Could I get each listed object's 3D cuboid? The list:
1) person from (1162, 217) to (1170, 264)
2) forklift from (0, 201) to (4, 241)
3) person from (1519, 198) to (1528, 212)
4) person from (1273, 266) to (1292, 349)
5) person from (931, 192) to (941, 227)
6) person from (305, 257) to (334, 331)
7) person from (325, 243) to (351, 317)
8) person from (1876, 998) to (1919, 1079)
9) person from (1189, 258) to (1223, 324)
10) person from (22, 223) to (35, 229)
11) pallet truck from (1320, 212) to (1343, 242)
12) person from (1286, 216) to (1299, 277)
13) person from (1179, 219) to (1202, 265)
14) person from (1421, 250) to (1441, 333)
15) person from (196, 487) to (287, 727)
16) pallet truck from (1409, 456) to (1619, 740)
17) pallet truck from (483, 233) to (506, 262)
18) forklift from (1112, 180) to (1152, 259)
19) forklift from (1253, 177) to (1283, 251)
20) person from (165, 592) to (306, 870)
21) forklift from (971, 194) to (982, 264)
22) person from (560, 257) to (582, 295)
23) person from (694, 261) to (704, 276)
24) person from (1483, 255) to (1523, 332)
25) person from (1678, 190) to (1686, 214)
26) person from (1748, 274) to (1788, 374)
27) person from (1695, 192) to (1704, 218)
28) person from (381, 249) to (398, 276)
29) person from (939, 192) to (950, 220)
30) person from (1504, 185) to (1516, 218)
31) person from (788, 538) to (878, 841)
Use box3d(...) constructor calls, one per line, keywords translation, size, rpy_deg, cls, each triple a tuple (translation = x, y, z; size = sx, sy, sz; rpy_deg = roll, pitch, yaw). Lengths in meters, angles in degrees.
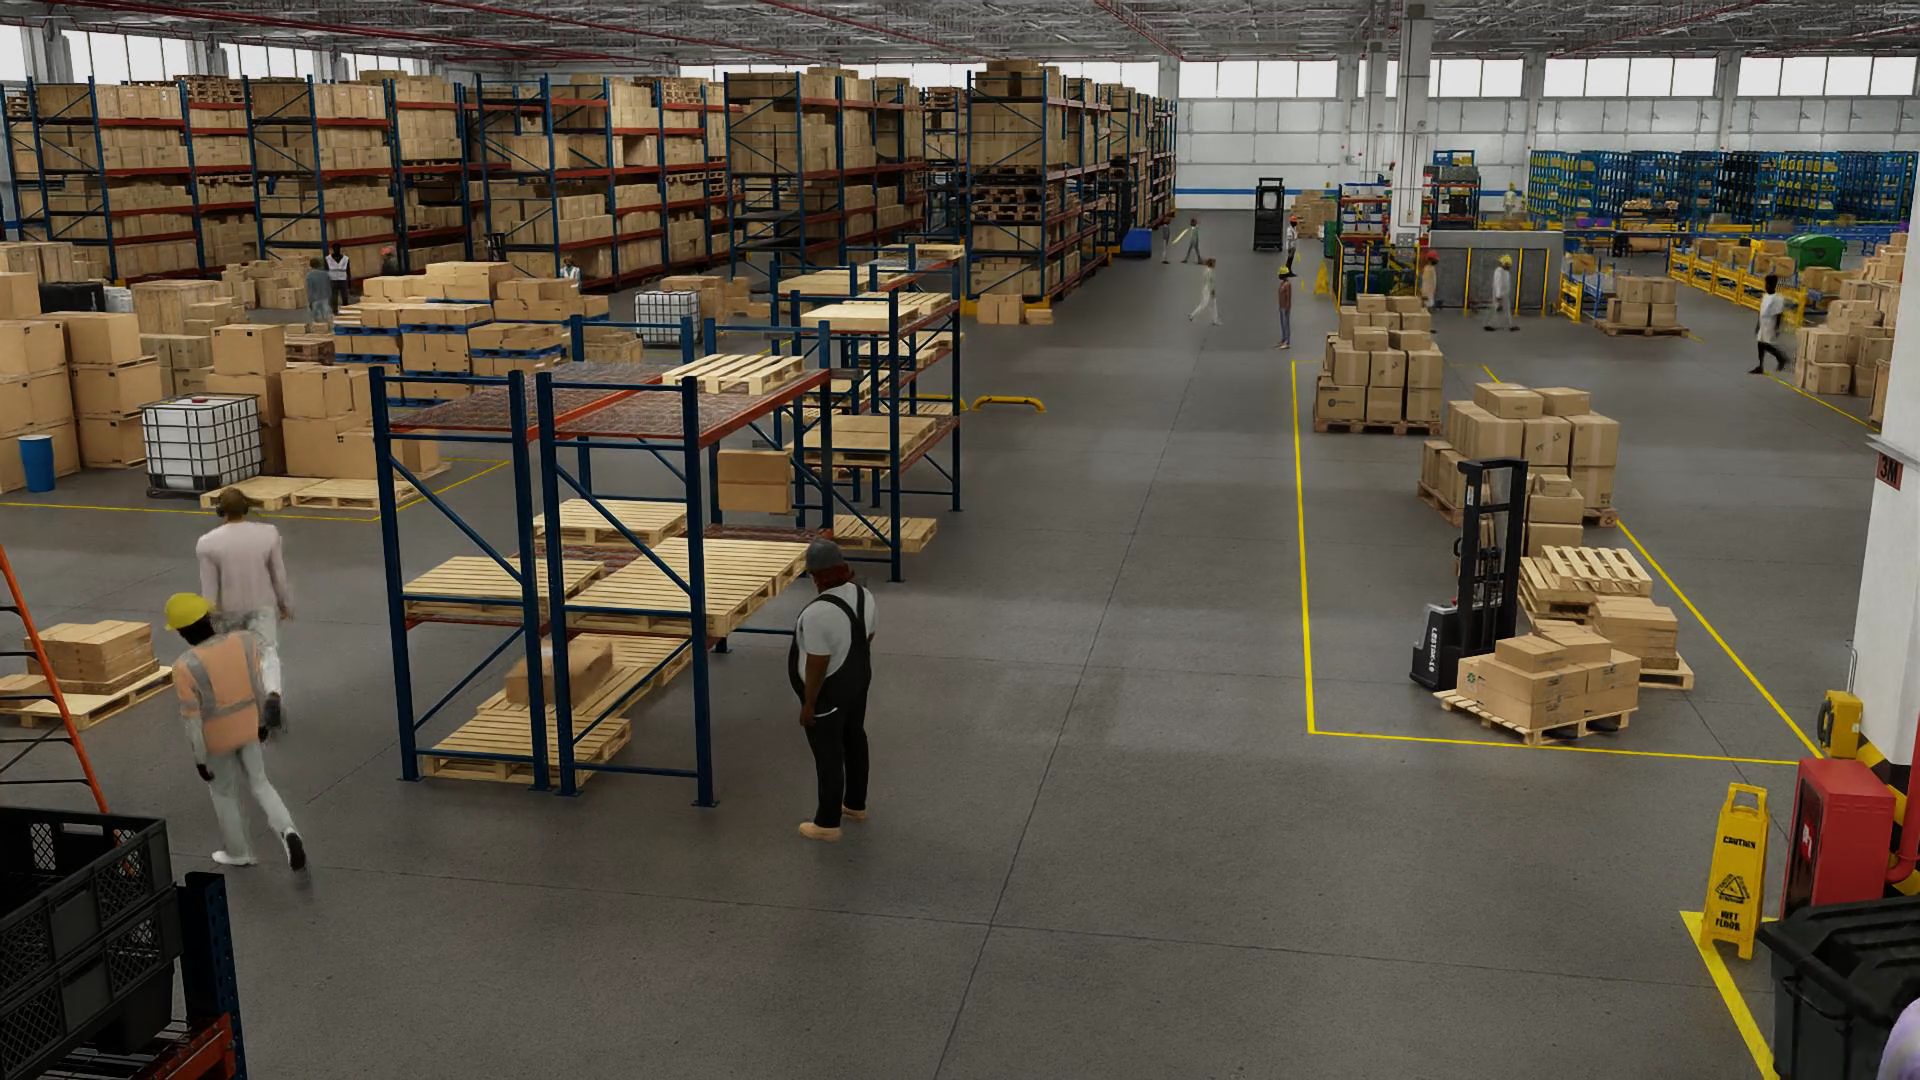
box3d(translation=(7.291, -10.579, 58.715), size=(0.275, 1.636, 0.507), rpy_deg=(0, 14, 0), cls="person")
box3d(translation=(-25.127, -7.435, 43.389), size=(1.873, 2.768, 1.129), rpy_deg=(-5, 15, -19), cls="forklift")
box3d(translation=(24.280, -13.836, 71.701), size=(0.545, 1.745, 0.540), rpy_deg=(3, 14, 11), cls="person")
box3d(translation=(6.973, -5.010, 35.849), size=(0.335, 1.762, 0.526), rpy_deg=(-1, 14, -6), cls="person")
box3d(translation=(-1.204, -16.168, 81.035), size=(0.637, 1.824, 0.783), rpy_deg=(3, 14, 13), cls="person")
box3d(translation=(-14.082, -5.283, 36.665), size=(0.864, 1.913, 0.640), rpy_deg=(9, 17, 33), cls="person")
box3d(translation=(-15.397, -6.406, 41.216), size=(0.587, 1.911, 0.397), rpy_deg=(-7, 16, -27), cls="person")
box3d(translation=(3.474, 2.284, 6.012), size=(1.023, 1.870, 0.597), rpy_deg=(11, 18, 38), cls="person")
box3d(translation=(5.966, -6.014, 40.231), size=(0.756, 1.610, 0.522), rpy_deg=(3, 14, 13), cls="person")
box3d(translation=(-33.888, -11.147, 60.469), size=(0.651, 1.904, 0.403), rpy_deg=(9, 16, 32), cls="person")
box3d(translation=(15.874, -13.227, 70.310), size=(0.680, 1.201, 1.601), rpy_deg=(10, 17, 35), cls="pallet truck")
box3d(translation=(10.662, -9.417, 53.382), size=(0.385, 1.932, 0.565), rpy_deg=(6, 15, 22), cls="person")
box3d(translation=(8.111, -10.448, 58.265), size=(0.847, 1.587, 0.531), rpy_deg=(4, 14, 17), cls="person")
box3d(translation=(10.825, -5.744, 38.500), size=(0.518, 1.918, 0.571), rpy_deg=(6, 15, 24), cls="person")
box3d(translation=(-5.593, 0.531, 13.044), size=(0.637, 1.920, 0.829), rpy_deg=(-8, 16, -29), cls="person")
box3d(translation=(4.504, 0.400, 13.395), size=(0.823, 1.965, 1.885), rpy_deg=(-6, 15, -23), cls="pallet truck")
box3d(translation=(-11.832, -7.026, 43.548), size=(1.885, 1.965, 0.823), rpy_deg=(8, 16, 28), cls="pallet truck")
box3d(translation=(6.082, -11.722, 60.796), size=(1.873, 2.768, 1.129), rpy_deg=(2, 14, 9), cls="forklift")
box3d(translation=(12.083, -12.747, 64.956), size=(1.129, 2.768, 1.873), rpy_deg=(3, 14, 10), cls="forklift")
box3d(translation=(-4.492, 1.219, 10.317), size=(0.778, 1.873, 0.646), rpy_deg=(9, 17, 33), cls="person")
box3d(translation=(0.889, -10.443, 55.603), size=(1.129, 2.768, 1.873), rpy_deg=(3, 14, 10), cls="forklift")
box3d(translation=(-9.424, -6.041, 40.306), size=(0.523, 1.630, 0.313), rpy_deg=(0, 14, 1), cls="person")
box3d(translation=(-6.119, -5.631, 38.549), size=(0.620, 1.679, 0.538), rpy_deg=(0, 14, -1), cls="person")
box3d(translation=(12.646, -5.711, 38.647), size=(0.917, 1.780, 0.629), rpy_deg=(12, 18, 41), cls="person")
box3d(translation=(36.095, -16.695, 83.135), size=(0.605, 1.831, 0.449), rpy_deg=(2, 14, 9), cls="person")
box3d(translation=(15.542, -4.114, 31.849), size=(0.551, 1.946, 0.633), rpy_deg=(-1, 14, -2), cls="person")
box3d(translation=(35.429, -15.964, 79.889), size=(0.676, 1.970, 0.624), rpy_deg=(-2, 14, -9), cls="person")
box3d(translation=(-13.265, -5.763, 38.561), size=(0.694, 1.933, 0.694), rpy_deg=(4, 14, 17), cls="person")
box3d(translation=(-0.813, -17.772, 87.604), size=(0.615, 1.800, 0.777), rpy_deg=(1, 14, 4), cls="person")
box3d(translation=(28.684, -17.566, 86.723), size=(0.614, 1.821, 0.412), rpy_deg=(12, 18, 41), cls="person")
box3d(translation=(-0.880, 0.966, 11.011), size=(0.536, 2.000, 0.676), rpy_deg=(8, 16, 29), cls="person")
